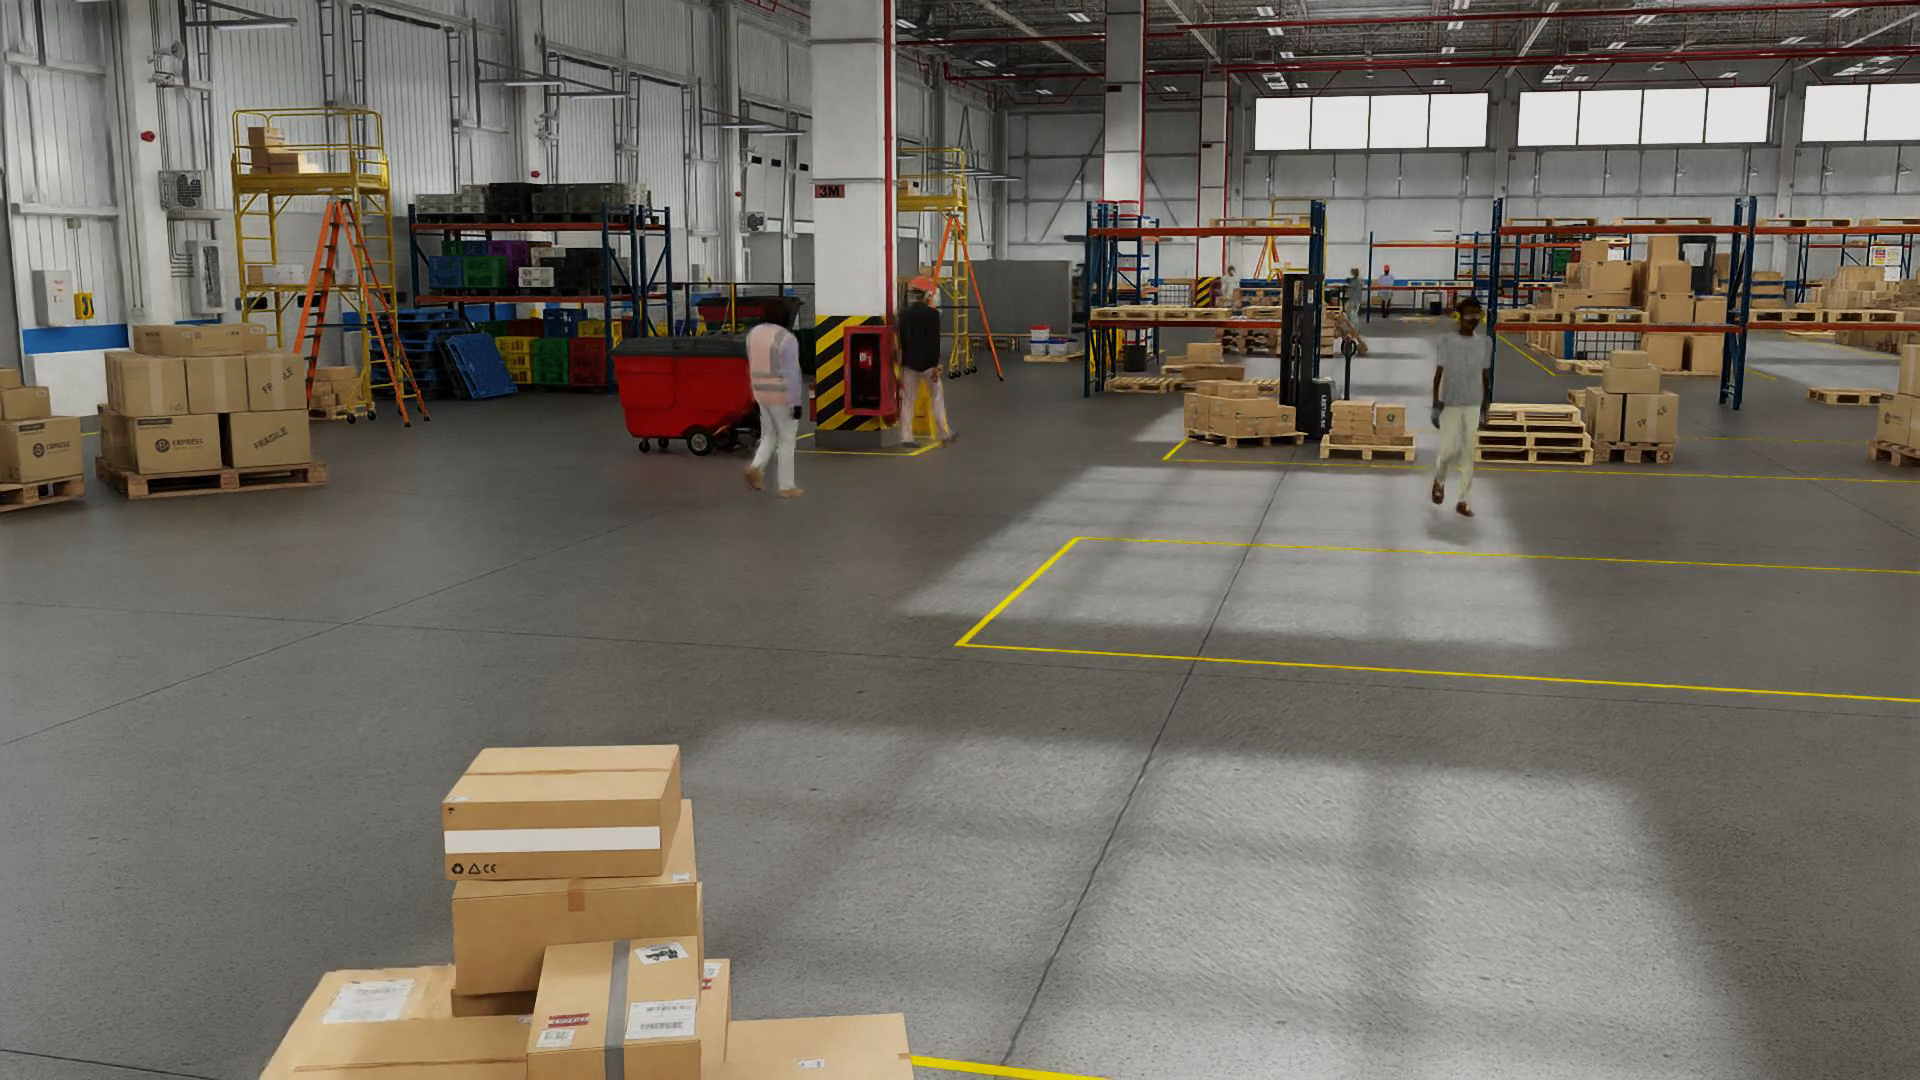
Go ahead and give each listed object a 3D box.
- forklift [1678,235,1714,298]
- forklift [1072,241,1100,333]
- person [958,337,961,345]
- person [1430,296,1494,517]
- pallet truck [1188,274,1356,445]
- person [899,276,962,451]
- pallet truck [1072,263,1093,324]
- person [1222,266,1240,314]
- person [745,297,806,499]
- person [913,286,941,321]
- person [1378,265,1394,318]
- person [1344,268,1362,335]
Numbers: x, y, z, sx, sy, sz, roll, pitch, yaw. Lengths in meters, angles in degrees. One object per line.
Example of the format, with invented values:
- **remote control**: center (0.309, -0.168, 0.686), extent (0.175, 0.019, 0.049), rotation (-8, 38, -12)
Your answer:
- **forklift**: center (21.463, -7.526, 48.719), extent (1.129, 2.768, 1.873), rotation (5, 11, 26)
- **forklift**: center (4.057, -7.290, 47.330), extent (1.873, 2.768, 1.129), rotation (2, 10, 14)
- **person**: center (-0.269, -5.700, 41.123), extent (0.881, 1.819, 0.503), rotation (-6, 11, -32)
- **person**: center (4.245, -1.138, 14.100), extent (0.538, 1.860, 0.506), rotation (-1, 10, -3)
- **pallet truck**: center (3.653, -2.138, 19.590), extent (1.885, 1.965, 0.823), rotation (-4, 10, -20)
- **person**: center (-0.372, -2.002, 18.896), extent (0.657, 1.951, 0.949), rotation (7, 12, 37)
- **pallet truck**: center (4.325, -8.180, 55.162), extent (0.823, 1.965, 1.885), rotation (6, 11, 31)
- **person**: center (8.721, -7.846, 53.421), extent (0.651, 1.918, 0.457), rotation (-3, 10, -15)
- **person**: center (-1.651, -1.269, 14.970), extent (0.648, 1.827, 0.464), rotation (9, 13, 41)
- **person**: center (-0.695, -4.888, 36.171), extent (0.614, 1.859, 0.714), rotation (-3, 10, -15)
- **person**: center (15.334, -8.943, 59.882), extent (0.559, 1.913, 0.614), rotation (1, 10, 7)
- **person**: center (10.978, -6.636, 46.365), extent (0.461, 1.898, 0.683), rotation (-3, 10, -19)
